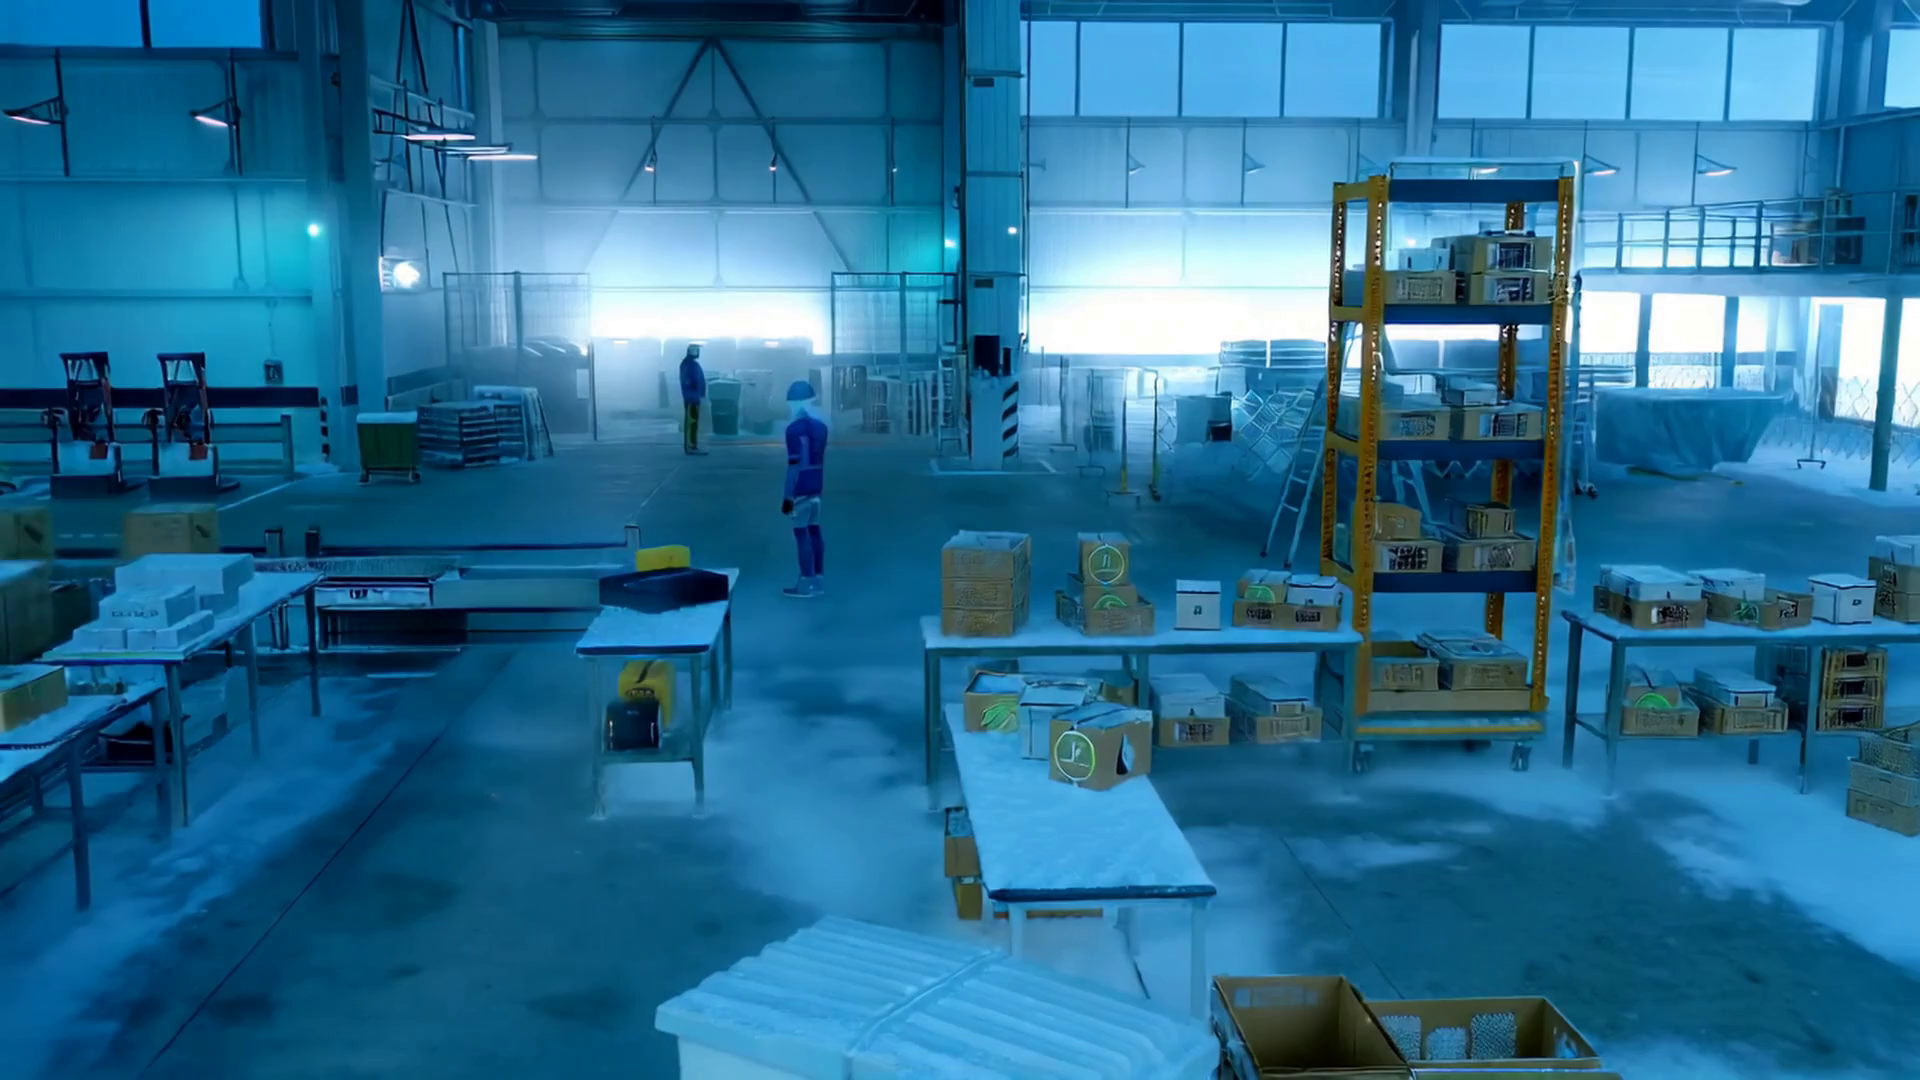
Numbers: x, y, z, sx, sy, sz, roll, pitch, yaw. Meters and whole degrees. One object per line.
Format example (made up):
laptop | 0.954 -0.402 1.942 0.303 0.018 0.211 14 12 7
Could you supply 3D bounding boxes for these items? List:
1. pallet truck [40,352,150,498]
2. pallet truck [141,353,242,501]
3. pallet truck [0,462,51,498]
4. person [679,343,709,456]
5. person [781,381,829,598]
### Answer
pallet truck | -11.907 -1.642 23.165 0.823 1.965 1.885 0 9 0
pallet truck | -10.520 -1.604 22.925 0.823 1.965 1.885 -1 9 -6
pallet truck | -13.193 -1.293 23.148 0.653 1.274 1.630 -1 9 -4
person | -4.474 -2.354 27.922 0.407 1.908 0.642 -5 10 -27
person | -1.484 -0.477 15.692 0.364 2.048 0.608 4 10 24
